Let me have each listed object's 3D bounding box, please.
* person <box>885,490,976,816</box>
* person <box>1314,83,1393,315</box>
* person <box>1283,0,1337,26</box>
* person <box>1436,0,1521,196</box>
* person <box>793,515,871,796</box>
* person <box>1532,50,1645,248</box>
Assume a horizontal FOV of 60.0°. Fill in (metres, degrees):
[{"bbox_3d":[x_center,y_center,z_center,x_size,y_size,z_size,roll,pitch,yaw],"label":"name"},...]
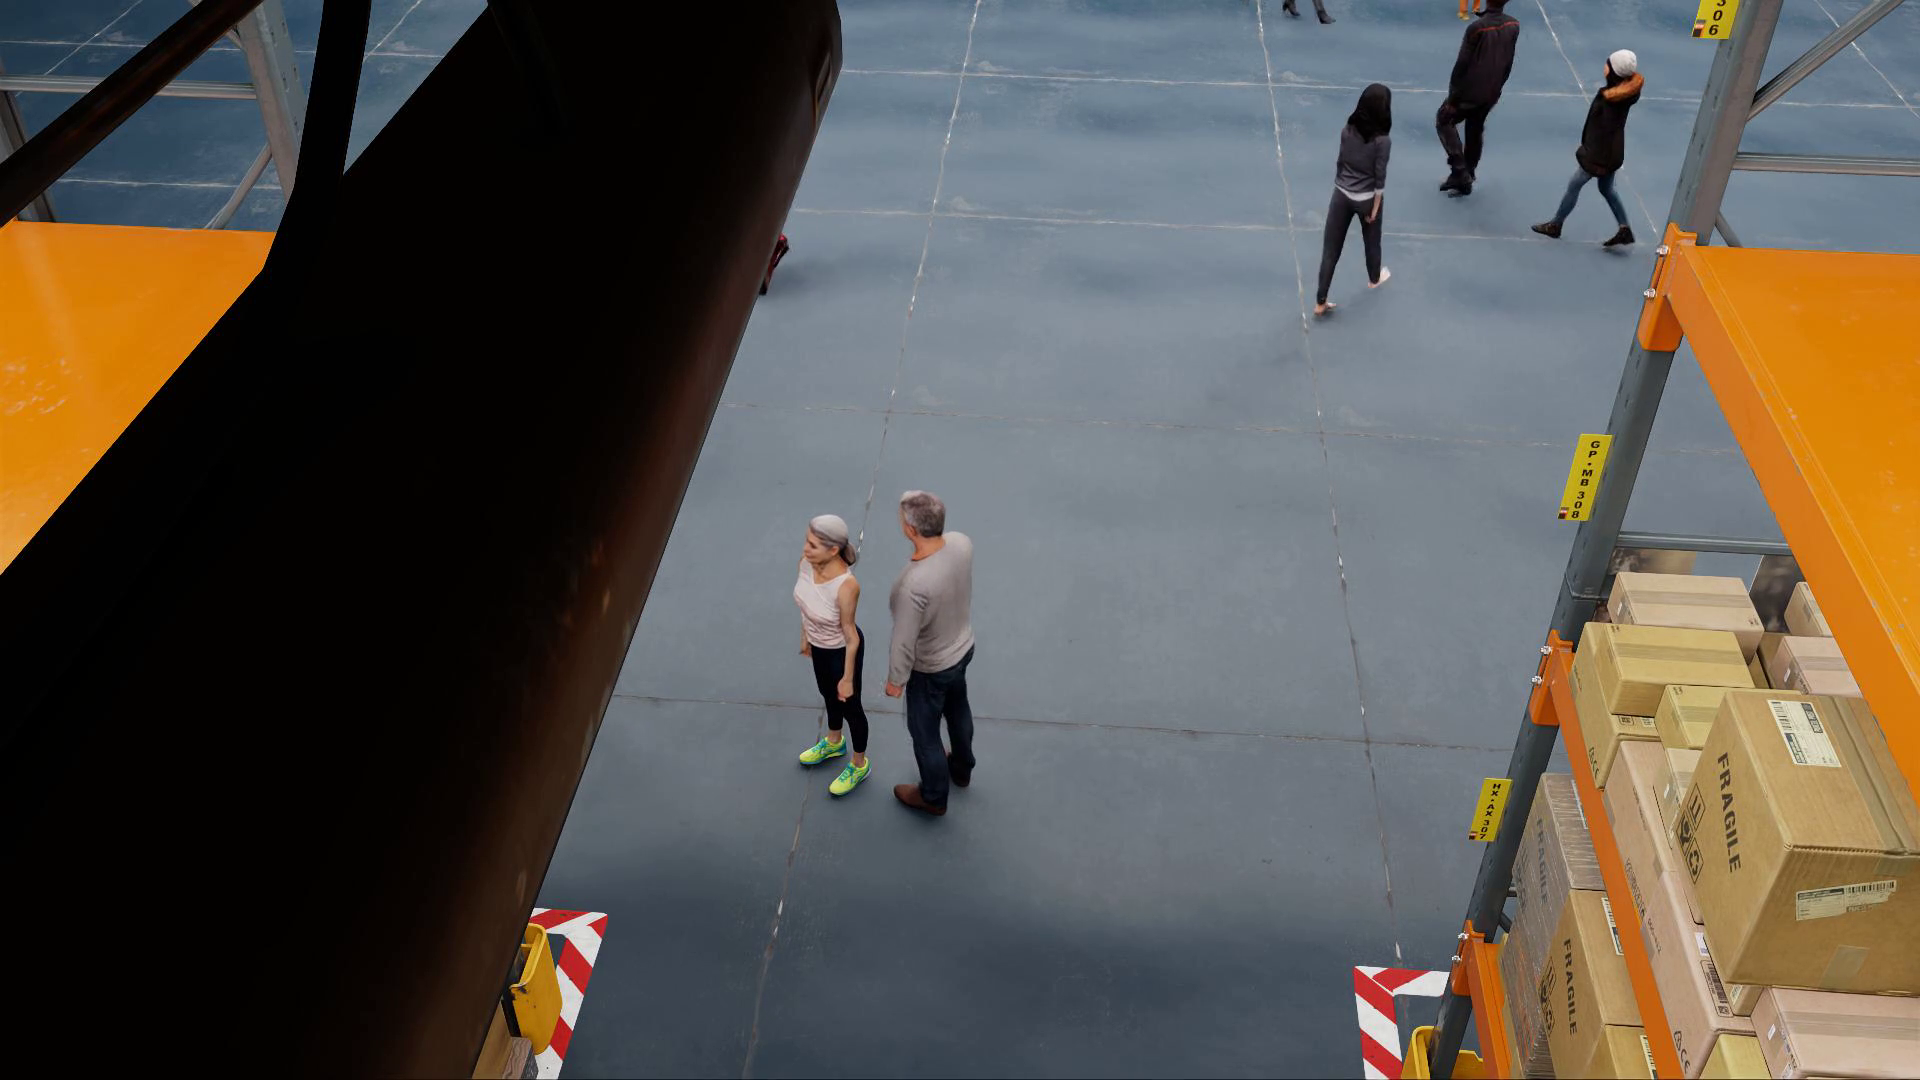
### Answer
[{"bbox_3d":[-0.116,0.567,8.230,0.910,1.901,0.752,21,42,24],"label":"person"},{"bbox_3d":[2.856,-2.455,12.228,0.969,1.734,1.155,25,44,28],"label":"person"},{"bbox_3d":[3.547,-6.100,17.032,0.988,1.555,1.045,-28,46,-31],"label":"person"},{"bbox_3d":[4.307,-3.669,13.722,0.840,1.806,0.862,-11,39,-14],"label":"person"},{"bbox_3d":[-0.627,0.555,8.407,0.741,1.702,0.669,-24,44,-28],"label":"person"},{"bbox_3d":[5.126,-3.023,13.061,0.998,1.602,1.084,22,43,25],"label":"person"}]
